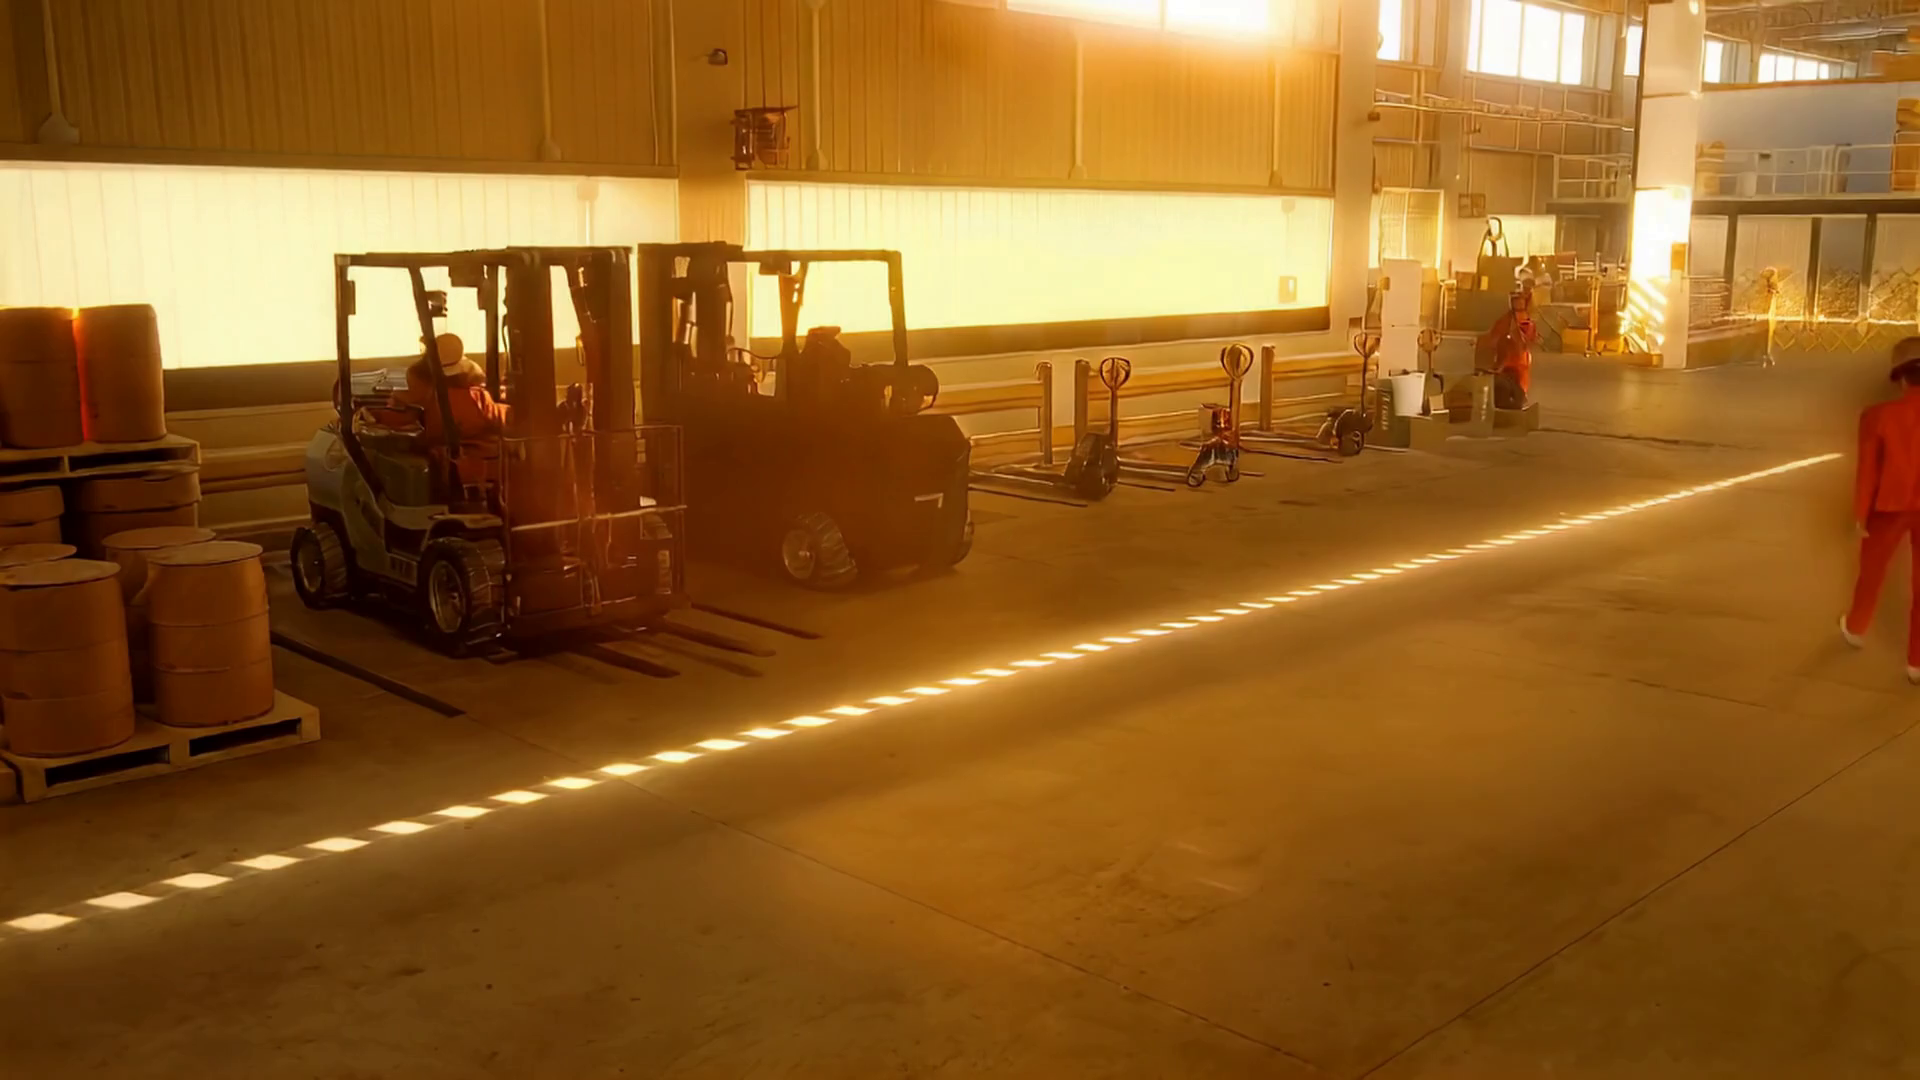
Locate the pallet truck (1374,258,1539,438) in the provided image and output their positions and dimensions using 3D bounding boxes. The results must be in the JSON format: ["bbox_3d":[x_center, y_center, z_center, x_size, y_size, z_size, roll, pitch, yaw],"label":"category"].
[{"bbox_3d":[5.704,-2.208,18.901,1.885,1.965,0.823,10,14,43],"label":"pallet truck"}]

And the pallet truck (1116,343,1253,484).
[{"bbox_3d":[1.962,-1.215,15.415,1.522,1.261,0.704,10,14,43],"label":"pallet truck"}]

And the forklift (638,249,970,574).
[{"bbox_3d":[-1.173,-0.958,11.239,2.680,1.987,1.157,10,14,43],"label":"forklift"}]

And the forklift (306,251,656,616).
[{"bbox_3d":[-2.833,-0.669,9.694,1.157,1.987,2.680,-10,14,-44],"label":"forklift"}]

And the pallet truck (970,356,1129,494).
[{"bbox_3d":[0.784,-1.085,14.876,0.680,1.201,1.601,-10,14,-44],"label":"pallet truck"}]

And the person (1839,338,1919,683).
[{"bbox_3d":[4.873,-0.174,8.591,0.533,1.715,0.943,3,11,16],"label":"person"}]

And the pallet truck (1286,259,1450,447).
[{"bbox_3d":[4.493,-2.078,18.196,0.823,1.965,1.885,-9,14,-40],"label":"pallet truck"}]

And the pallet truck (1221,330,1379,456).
[{"bbox_3d":[3.563,-1.581,17.381,0.653,1.274,1.630,-10,14,-44],"label":"pallet truck"}]
